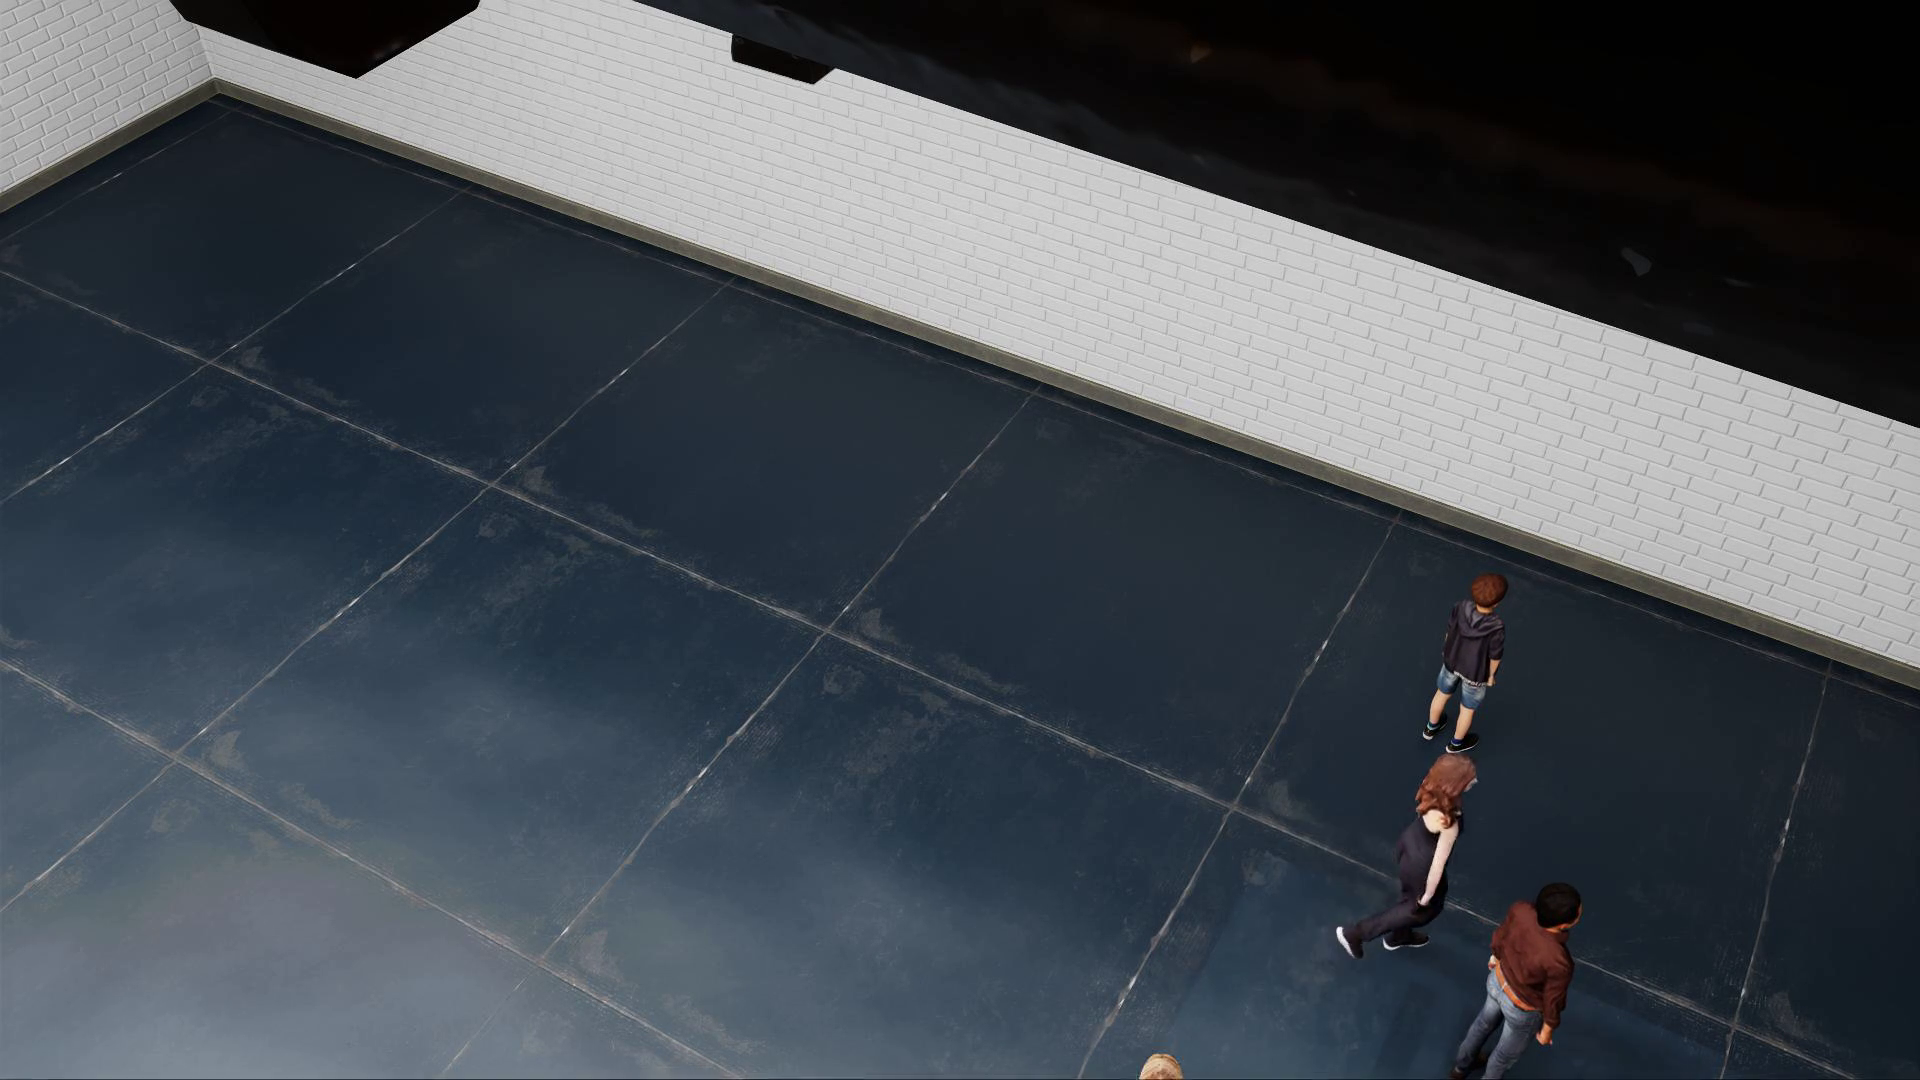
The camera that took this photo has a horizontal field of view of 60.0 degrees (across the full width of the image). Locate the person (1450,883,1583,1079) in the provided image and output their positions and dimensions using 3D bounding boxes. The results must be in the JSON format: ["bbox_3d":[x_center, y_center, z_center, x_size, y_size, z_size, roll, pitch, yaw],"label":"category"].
[{"bbox_3d":[2.791,2.282,8.337,0.745,1.779,0.710,-14,45,-14],"label":"person"}]

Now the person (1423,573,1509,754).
[{"bbox_3d":[3.116,0.747,10.188,0.605,1.447,0.595,-32,52,-29],"label":"person"}]

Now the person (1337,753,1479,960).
[{"bbox_3d":[2.399,1.729,8.951,0.918,1.733,0.889,-5,44,-6],"label":"person"}]
